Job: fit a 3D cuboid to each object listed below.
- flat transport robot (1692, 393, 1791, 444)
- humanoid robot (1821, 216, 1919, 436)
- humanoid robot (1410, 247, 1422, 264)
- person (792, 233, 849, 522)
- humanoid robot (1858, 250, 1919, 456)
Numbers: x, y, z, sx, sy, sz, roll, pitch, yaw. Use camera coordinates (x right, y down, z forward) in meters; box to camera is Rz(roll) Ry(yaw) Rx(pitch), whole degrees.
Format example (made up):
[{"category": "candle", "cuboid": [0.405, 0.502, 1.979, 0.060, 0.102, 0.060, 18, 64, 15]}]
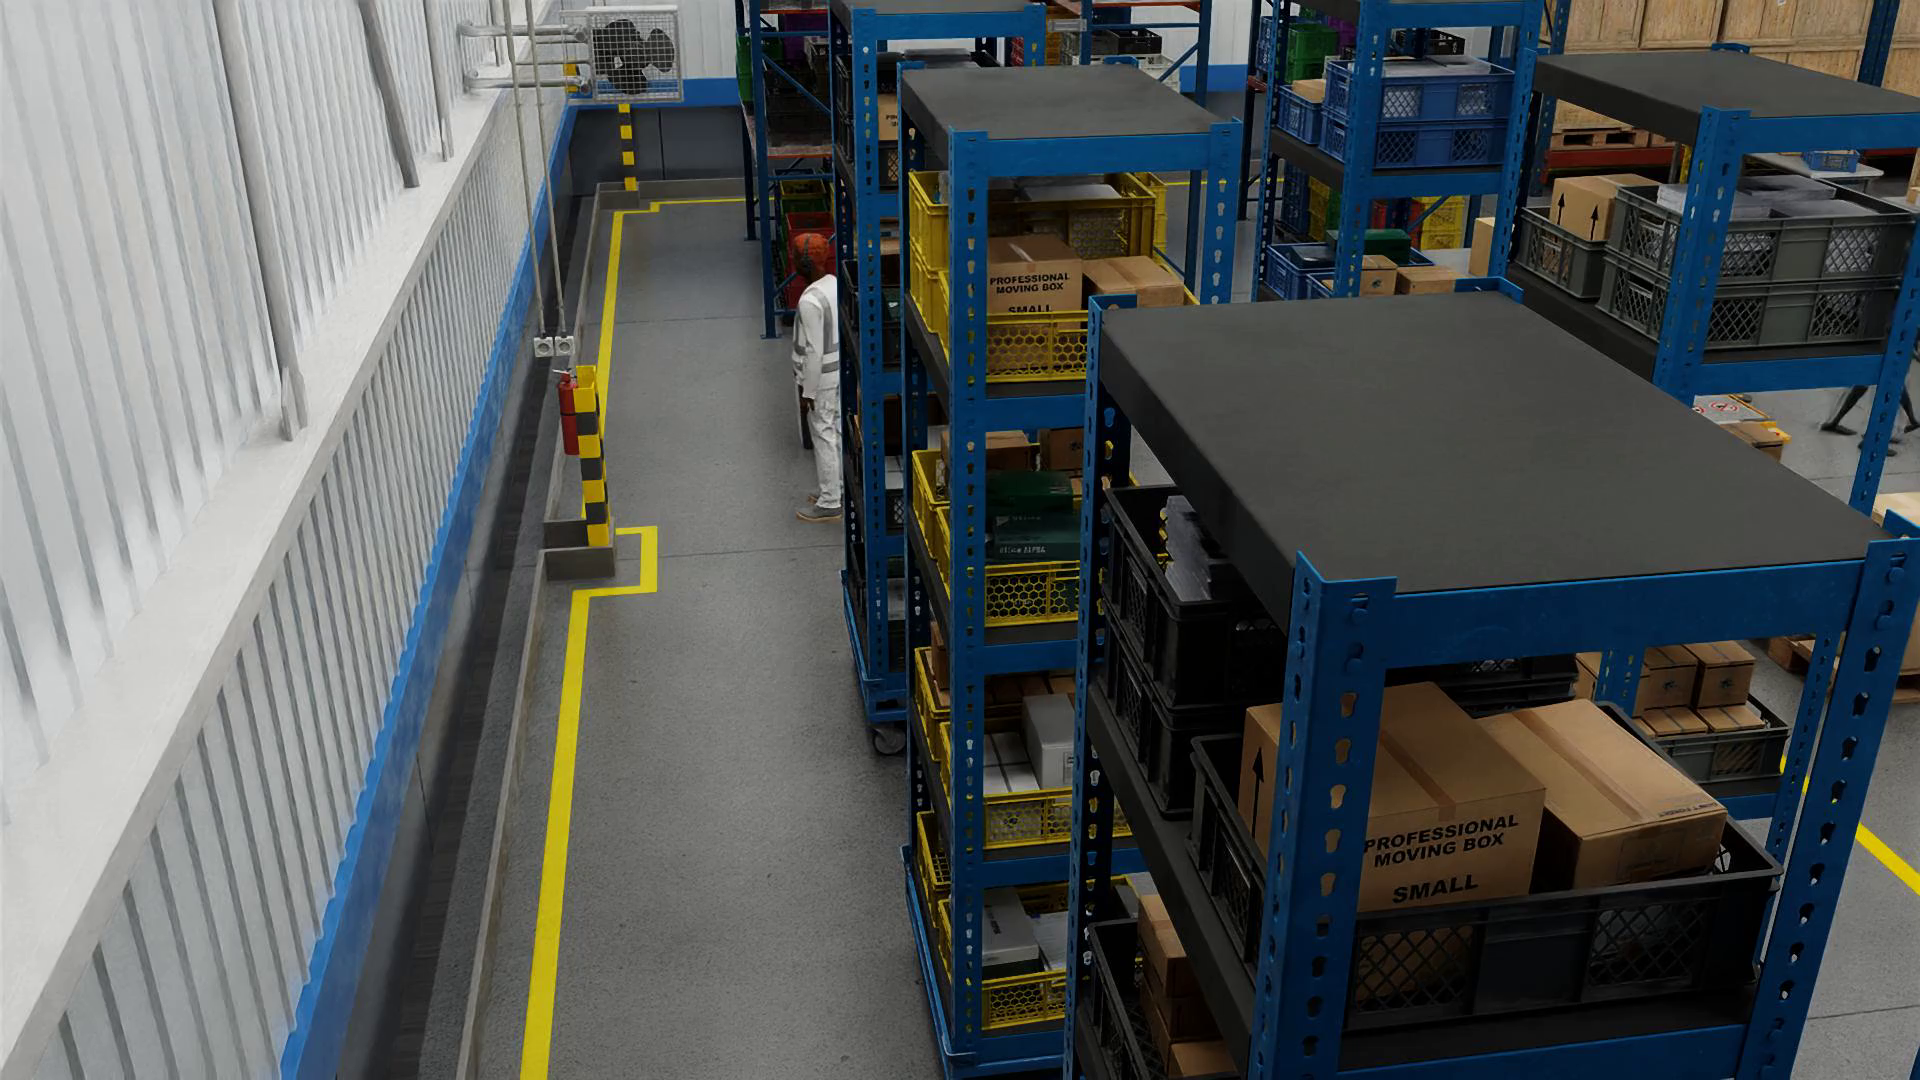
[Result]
[{"category": "flat transport robot", "cuboid": [5.224, -0.859, 12.132, 1.431, 0.197, 0.652, -4, 25, -8]}, {"category": "humanoid robot", "cuboid": [6.742, -1.501, 11.911, 0.772, 1.620, 0.585, 14, 28, 28]}, {"category": "humanoid robot", "cuboid": [2.922, -1.121, 11.048, 0.573, 1.652, 0.328, 5, 25, 11]}, {"category": "person", "cuboid": [-0.892, -1.026, 10.599, 0.353, 1.881, 0.575, 6, 25, 12]}, {"category": "humanoid robot", "cuboid": [6.684, -1.435, 11.718, 0.343, 1.656, 0.610, 14, 28, 28]}]
